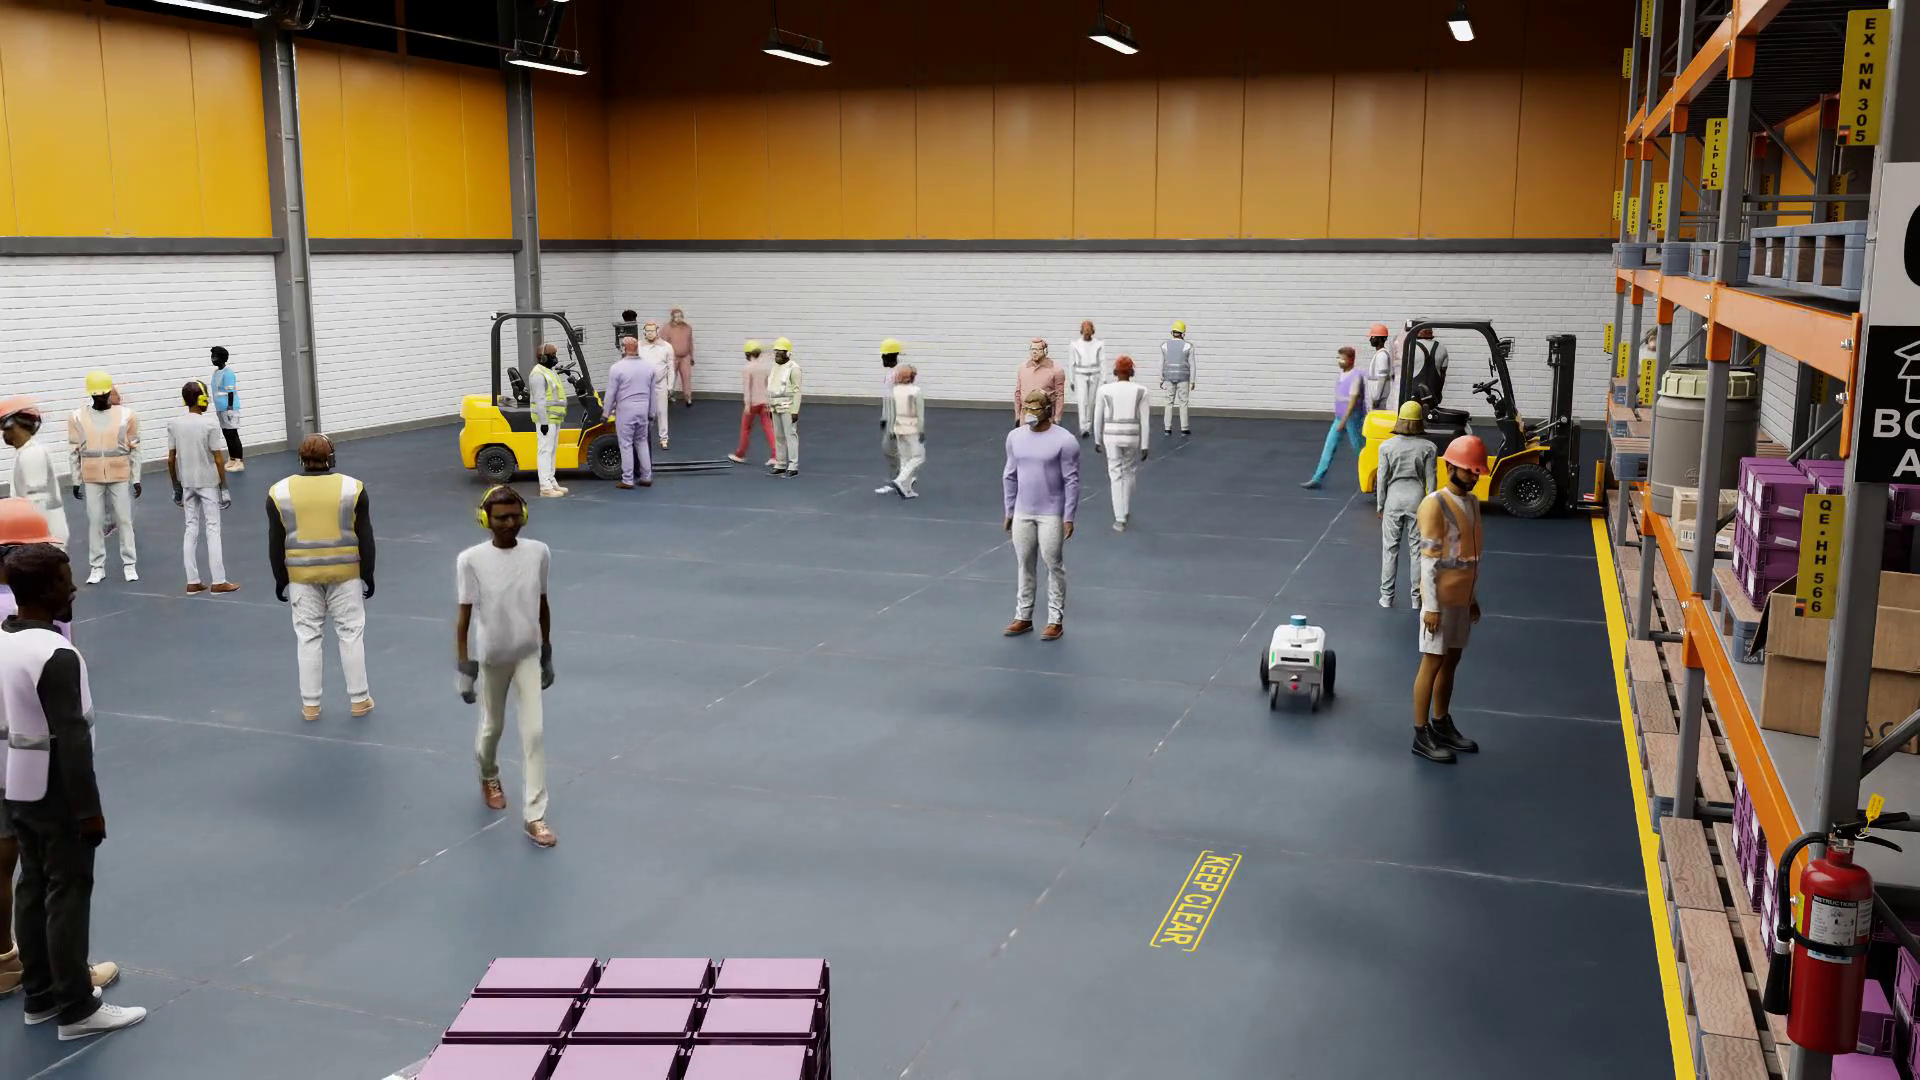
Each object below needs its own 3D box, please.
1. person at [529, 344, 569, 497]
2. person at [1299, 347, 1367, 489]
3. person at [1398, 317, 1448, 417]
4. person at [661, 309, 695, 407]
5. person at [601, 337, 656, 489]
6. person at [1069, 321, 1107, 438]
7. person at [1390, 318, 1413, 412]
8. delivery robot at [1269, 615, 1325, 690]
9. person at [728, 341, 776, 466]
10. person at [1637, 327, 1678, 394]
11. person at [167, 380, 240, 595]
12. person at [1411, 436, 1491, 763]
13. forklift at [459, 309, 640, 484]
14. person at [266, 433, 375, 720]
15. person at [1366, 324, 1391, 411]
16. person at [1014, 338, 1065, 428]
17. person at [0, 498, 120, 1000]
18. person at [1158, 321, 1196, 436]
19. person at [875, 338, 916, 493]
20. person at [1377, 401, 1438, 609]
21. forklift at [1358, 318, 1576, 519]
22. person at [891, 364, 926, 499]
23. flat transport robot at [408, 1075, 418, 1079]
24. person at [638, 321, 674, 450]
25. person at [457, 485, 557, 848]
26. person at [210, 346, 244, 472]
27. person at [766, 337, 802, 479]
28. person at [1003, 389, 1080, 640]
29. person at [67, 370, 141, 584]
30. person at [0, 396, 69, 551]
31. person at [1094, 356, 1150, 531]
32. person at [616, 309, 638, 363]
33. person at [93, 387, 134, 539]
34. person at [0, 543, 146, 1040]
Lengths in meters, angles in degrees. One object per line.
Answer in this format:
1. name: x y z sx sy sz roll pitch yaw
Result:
1. person: -4.966 -1.446 20.127 0.429 1.844 0.624 0 10 -1
2. person: 4.783 -1.492 20.554 0.998 1.792 0.566 -3 10 -16
3. person: 6.422 -2.102 23.258 0.688 2.000 0.536 -2 10 -13
4. person: -5.331 -3.453 31.455 0.709 1.844 0.990 -6 12 -29
5. person: -4.098 -1.572 20.677 0.443 1.902 0.663 10 14 44
6. person: 2.028 -2.532 26.264 0.579 1.830 0.985 -1 10 -5
7. person: 7.445 -2.776 27.687 0.678 1.825 0.434 7 12 34
8. delivery robot: 2.258 0.748 11.127 0.477 0.478 0.707 2 10 14
9. person: -2.819 -1.879 22.902 0.909 1.716 0.543 8 13 39
10. person: 9.540 -1.987 22.971 0.631 1.918 0.776 3 10 14
11. person: -6.599 -0.450 14.452 0.532 1.864 0.312 1 10 8
12. person: 2.917 0.340 9.823 0.374 1.928 0.542 10 14 44
13. forklift: -5.354 -1.902 21.697 2.313 2.155 1.214 -2 10 -13
14. person: -4.074 0.233 10.668 0.631 1.842 0.428 -3 10 -16
15. person: 5.814 -2.039 23.191 0.362 1.938 0.545 2 10 11
16. person: 0.947 -1.506 20.277 0.639 1.910 0.407 5 11 24
17. person: -3.737 0.844 6.666 0.613 2.039 0.388 3 10 16
18. person: 3.466 -2.574 26.500 0.599 1.830 0.404 4 11 20
19. person: -0.816 -1.501 20.244 0.401 1.914 0.625 -2 10 -13
20. person: 3.731 -0.293 13.909 0.492 1.743 0.295 3 10 15
21. forklift: 5.787 -1.437 19.079 2.313 2.155 1.214 3 11 19
22. person: -0.647 -1.275 19.742 0.521 1.624 0.447 9 14 42
23. flat transport robot: -1.711 1.952 5.409 0.652 0.197 1.431 7 12 34
24. person: -4.547 -2.273 24.597 0.643 1.909 0.410 -1 10 -7
25. person: -2.370 0.602 8.648 0.535 1.830 0.964 -6 12 -29
26. person: -9.845 -1.757 22.308 0.321 1.690 0.536 -9 14 -43
27. person: -2.309 -1.723 21.697 0.404 1.836 0.600 -9 13 -41
28. person: 0.617 -0.197 12.818 0.630 1.938 0.366 6 12 31
29. person: -7.671 -0.568 14.952 0.585 1.922 0.372 -4 11 -21
30. person: -6.450 -0.003 11.599 0.415 1.989 0.652 -7 12 -33
31. person: 1.725 -1.057 17.937 0.575 1.844 0.914 -1 10 -3
32. person: -5.575 -2.892 27.970 0.407 1.955 0.610 1 10 6
33. person: -8.736 -0.805 17.148 0.504 1.621 0.388 1 10 3
34. person: -3.482 0.960 6.363 0.597 1.916 0.383 7 12 36
